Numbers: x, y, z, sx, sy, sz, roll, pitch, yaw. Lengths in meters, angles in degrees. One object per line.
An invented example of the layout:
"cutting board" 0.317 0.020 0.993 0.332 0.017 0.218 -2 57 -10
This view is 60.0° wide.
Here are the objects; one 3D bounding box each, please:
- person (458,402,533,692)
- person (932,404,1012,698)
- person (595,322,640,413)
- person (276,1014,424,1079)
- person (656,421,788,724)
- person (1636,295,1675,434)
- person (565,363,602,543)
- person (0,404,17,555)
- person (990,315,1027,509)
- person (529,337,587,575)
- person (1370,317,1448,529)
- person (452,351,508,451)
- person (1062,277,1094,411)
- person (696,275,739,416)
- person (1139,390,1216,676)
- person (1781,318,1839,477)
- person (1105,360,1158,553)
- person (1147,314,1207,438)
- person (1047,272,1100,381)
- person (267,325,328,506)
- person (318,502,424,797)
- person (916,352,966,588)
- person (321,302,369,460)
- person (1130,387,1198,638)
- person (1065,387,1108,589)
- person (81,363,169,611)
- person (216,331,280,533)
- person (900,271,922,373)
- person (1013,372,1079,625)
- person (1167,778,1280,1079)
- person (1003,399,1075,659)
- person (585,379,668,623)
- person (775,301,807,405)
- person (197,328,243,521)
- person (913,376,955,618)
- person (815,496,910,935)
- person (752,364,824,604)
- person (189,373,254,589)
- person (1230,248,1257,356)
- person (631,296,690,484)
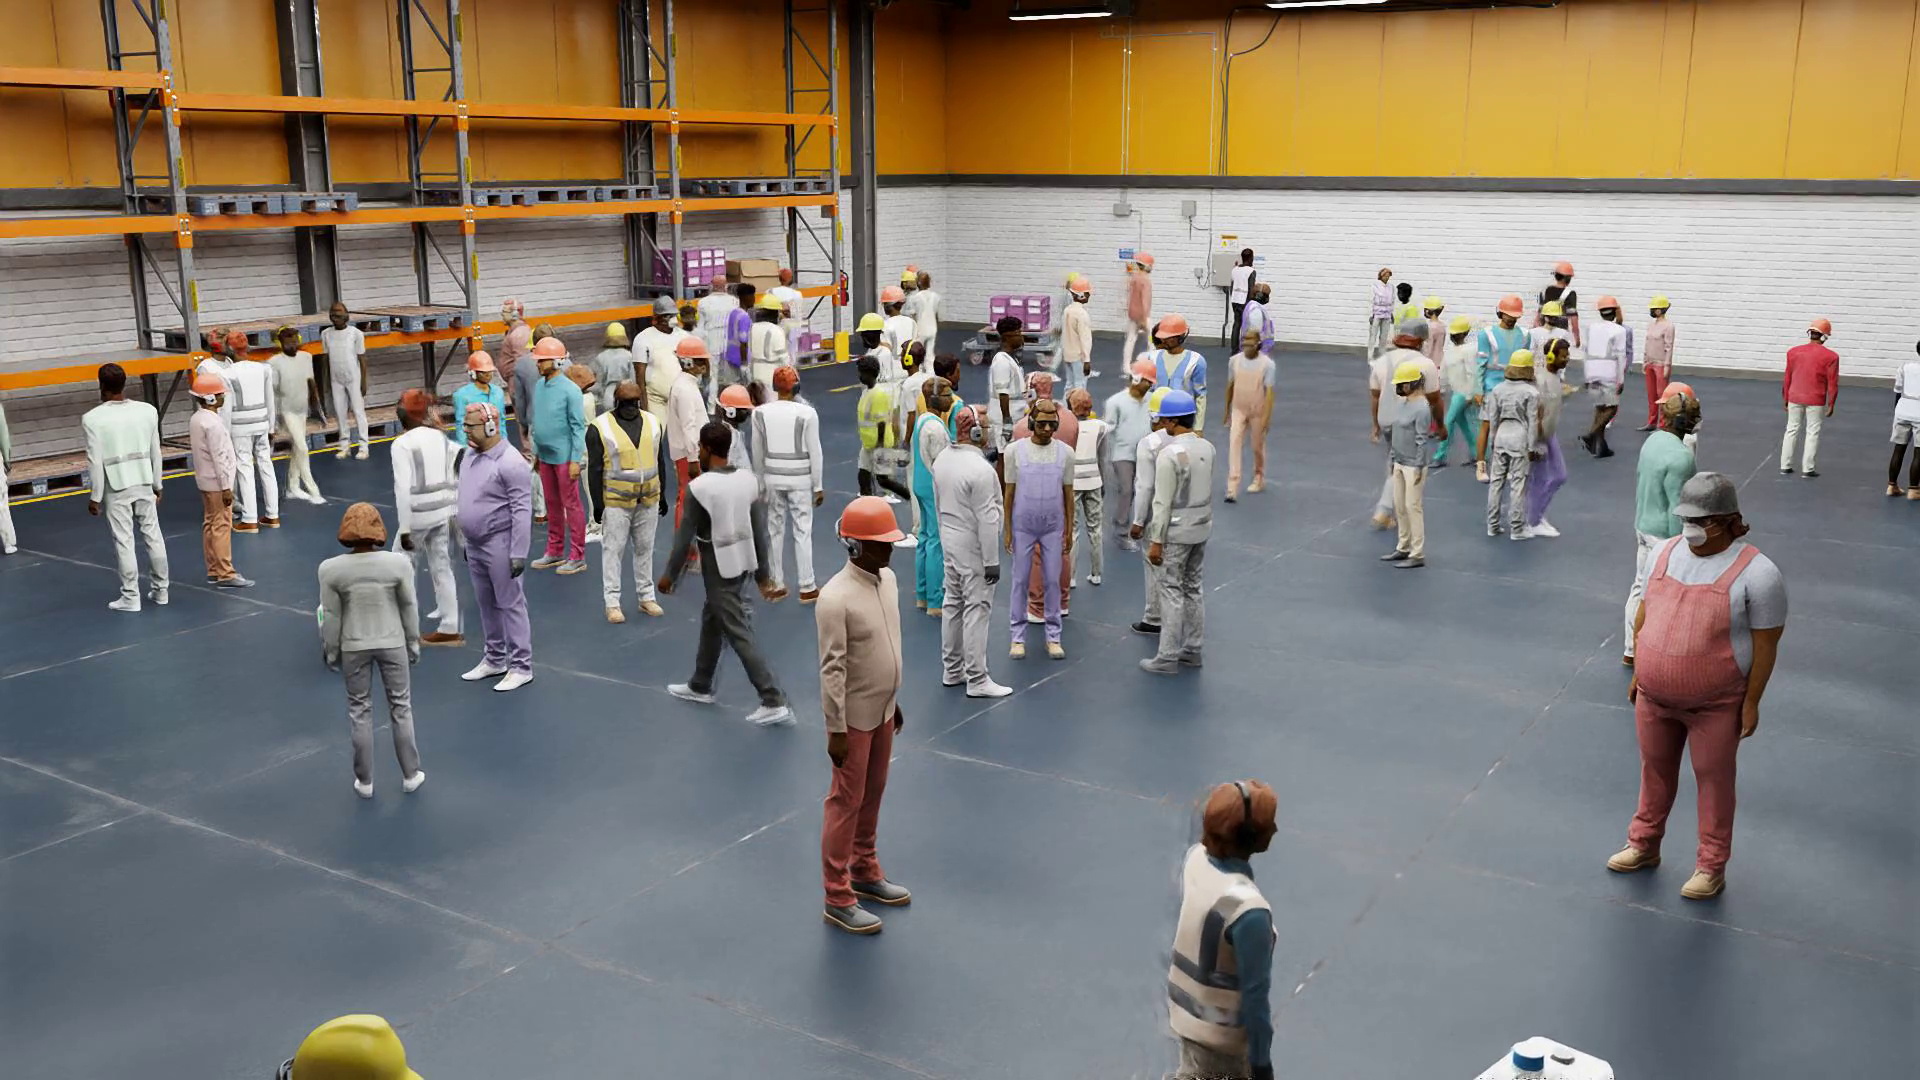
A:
"person" -3.083 0.040 10.927 0.652 1.906 0.404 11 17 41
"person" 0.086 0.070 10.799 0.409 1.908 0.639 -7 15 -29
"person" -3.655 -1.470 17.880 0.494 1.720 0.466 1 13 3
"person" -1.257 1.823 3.525 0.339 1.761 0.524 -1 13 -3
"person" -1.447 0.194 10.371 1.020 1.870 0.591 7 15 27
"person" 8.799 -2.213 21.035 0.350 1.761 0.529 -2 13 -11
"person" -3.414 -0.789 15.122 0.282 1.633 0.499 -3 13 -13
"person" -8.549 -0.649 14.498 0.513 1.641 0.309 -10 16 -36
"person" 0.472 -1.194 16.146 0.367 1.966 0.606 1 13 5
"person" -3.391 -0.708 13.973 0.608 1.996 0.379 11 17 40
"person" 4.210 -1.146 15.778 0.959 2.000 0.685 -9 16 -33
"person" -4.301 -0.838 15.064 0.327 1.753 0.561 8 15 32
"person" 1.474 -2.267 20.739 0.381 1.994 0.622 -5 14 -20
"person" -3.252 -2.637 22.574 0.650 1.900 0.399 -4 14 -17
"person" 1.484 -0.048 11.259 0.421 1.935 0.613 11 17 39
"person" 9.309 -1.555 18.213 0.349 1.740 0.575 -12 17 -41
"person" 1.522 -0.795 15.030 0.566 1.700 0.817 -7 15 -29
"person" 1.990 -1.106 15.613 0.614 2.034 0.395 7 15 29
"person" 1.757 -3.338 26.060 0.931 1.690 0.490 -3 13 -12
"person" -6.631 -1.243 16.690 0.847 1.821 0.485 6 14 24
"person" -3.207 0.601 9.092 0.498 1.633 0.282 -4 13 -16
"person" -0.136 -0.567 13.534 0.382 1.918 0.597 -9 16 -35
"person" -7.090 -1.827 19.204 0.502 1.832 0.361 1 13 5
"person" 1.476 -0.205 12.150 0.602 1.830 0.404 -10 16 -36
"person" 0.965 -0.418 13.493 0.515 1.641 0.315 -5 14 -21
"person" -6.419 -0.404 12.824 0.390 1.920 0.587 9 16 33
"person" -6.646 -1.007 15.514 0.356 1.887 0.573 8 15 30
"person" -0.792 -3.264 25.614 0.483 1.745 0.302 11 17 40
"person" 0.601 -0.315 12.482 0.399 1.901 0.642 12 18 42
"person" 0.752 1.516 5.201 0.841 1.603 0.529 -2 13 -9
"person" 0.549 -0.071 11.571 0.501 1.840 0.349 -1 13 -6
"person" -2.487 -0.299 12.555 0.632 1.834 0.429 -9 16 -35
"person" -2.277 -2.343 21.925 0.561 1.622 0.522 -9 16 -34
"person" -7.143 -1.125 16.102 0.374 1.848 0.569 1 13 5
"person" -0.180 -0.328 12.661 0.345 1.844 0.508 -4 14 -18
"person" -0.422 0.773 7.553 0.397 1.992 0.621 6 14 23
"person" -1.337 -0.432 13.025 0.572 1.883 0.355 4 14 17
"person" -6.033 -0.484 13.523 0.321 1.755 0.568 -10 17 -38
"person" 4.885 -4.066 28.708 0.398 1.920 0.590 -7 15 -29
"person" -3.060 -1.545 17.509 0.689 2.000 0.539 -10 17 -38
